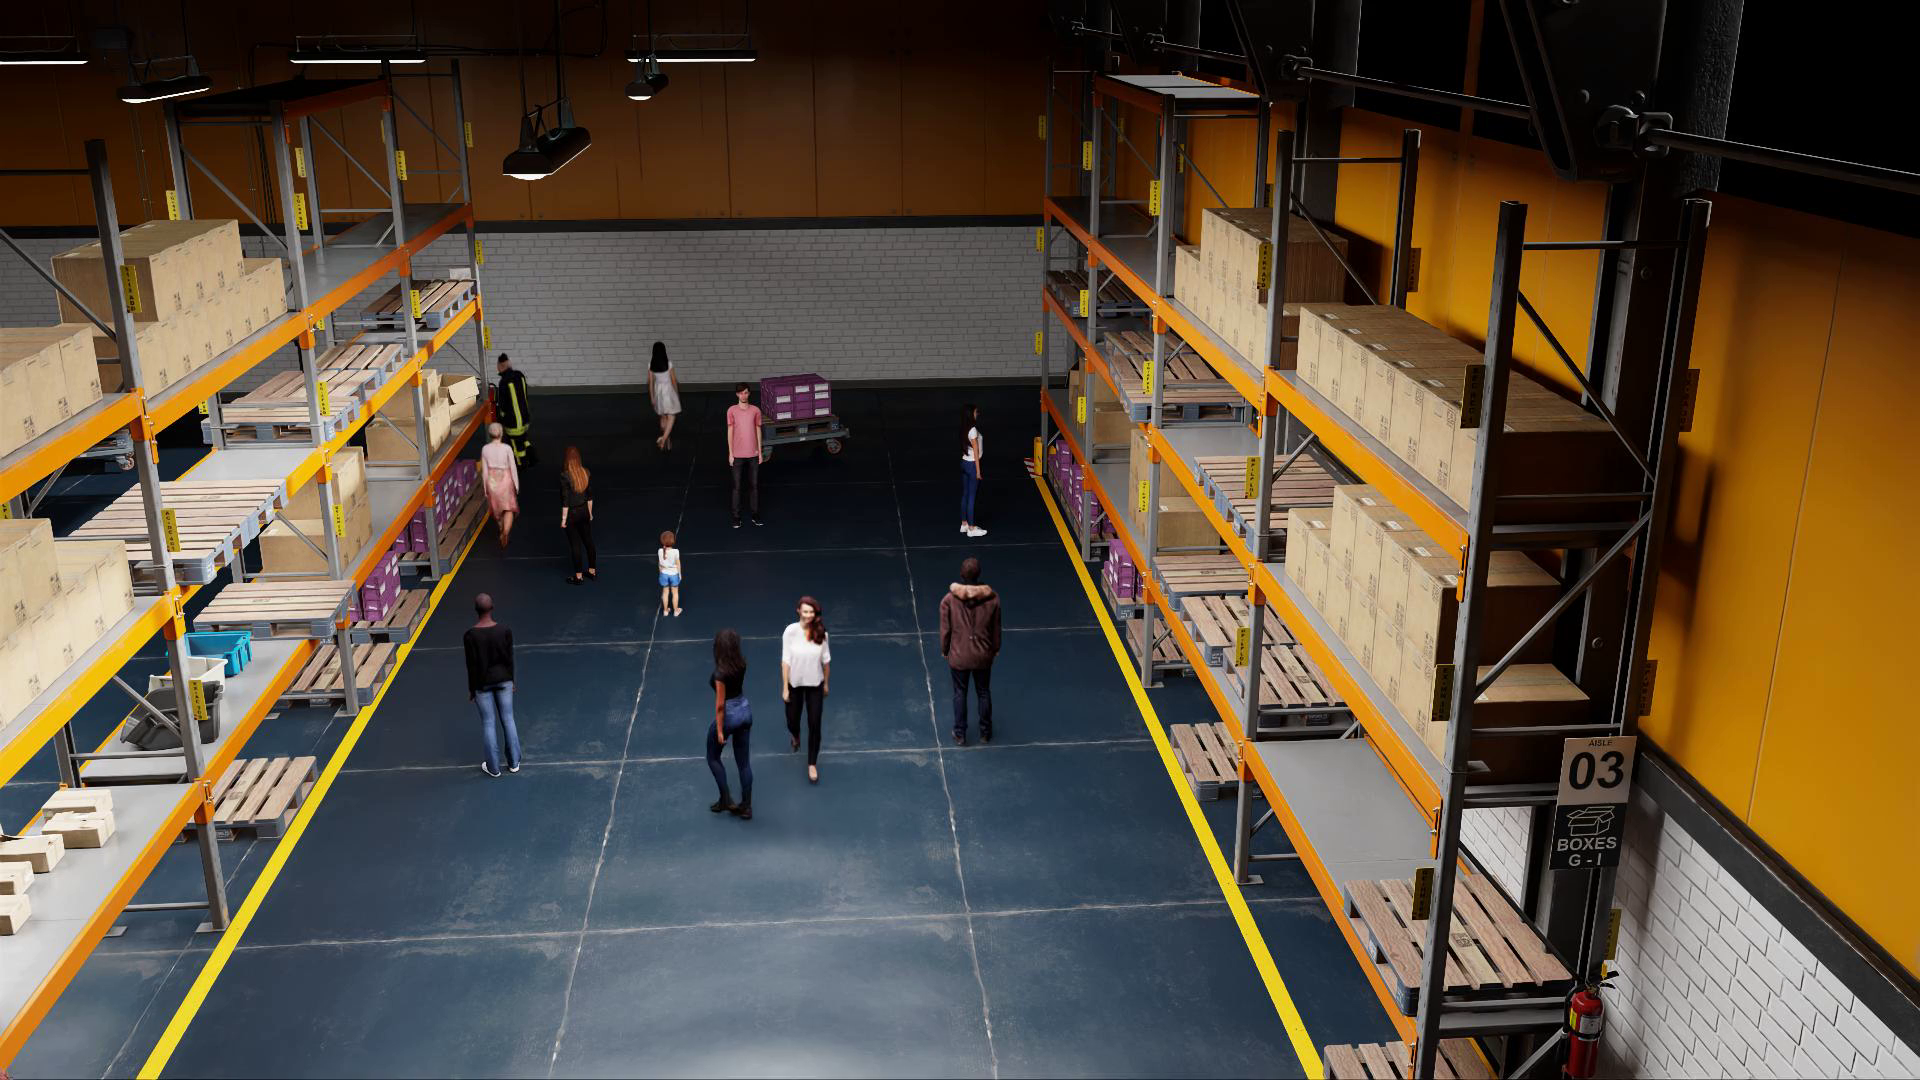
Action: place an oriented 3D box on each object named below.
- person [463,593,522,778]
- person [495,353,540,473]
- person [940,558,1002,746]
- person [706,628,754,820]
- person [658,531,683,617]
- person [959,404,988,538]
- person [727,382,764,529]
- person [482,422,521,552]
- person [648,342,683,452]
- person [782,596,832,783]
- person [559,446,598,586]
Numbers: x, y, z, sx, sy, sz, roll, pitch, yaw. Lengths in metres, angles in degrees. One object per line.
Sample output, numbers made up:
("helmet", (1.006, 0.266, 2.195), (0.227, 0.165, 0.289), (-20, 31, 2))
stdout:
("person", (-4.292, 1.322, 15.270), (0.669, 1.749, 0.665), (-10, 21, -26))
("person", (-6.524, -1.858, 24.569), (0.954, 1.842, 0.845), (8, 20, 24))
("person", (0.102, 1.063, 15.890), (0.744, 1.845, 0.640), (-2, 19, -6))
("person", (-1.891, 1.618, 14.445), (0.783, 1.714, 0.725), (11, 22, 30))
("person", (-3.354, 0.383, 19.201), (0.454, 1.020, 0.476), (4, 19, 11))
("person", (0.136, -0.933, 21.927), (0.704, 1.774, 0.554), (-7, 20, -21))
("person", (-2.885, -1.158, 22.306), (0.670, 1.959, 0.626), (-6, 20, -17))
("person", (-5.878, -0.653, 21.245), (0.599, 1.678, 0.900), (-1, 19, -4))
("person", (-4.551, -2.153, 25.589), (0.801, 1.749, 1.089), (2, 19, 7))
("person", (-1.428, 1.328, 15.207), (0.652, 1.778, 0.865), (-4, 19, -10))
("person", (-4.641, -0.309, 20.174), (0.743, 1.711, 0.678), (14, 23, 36))
